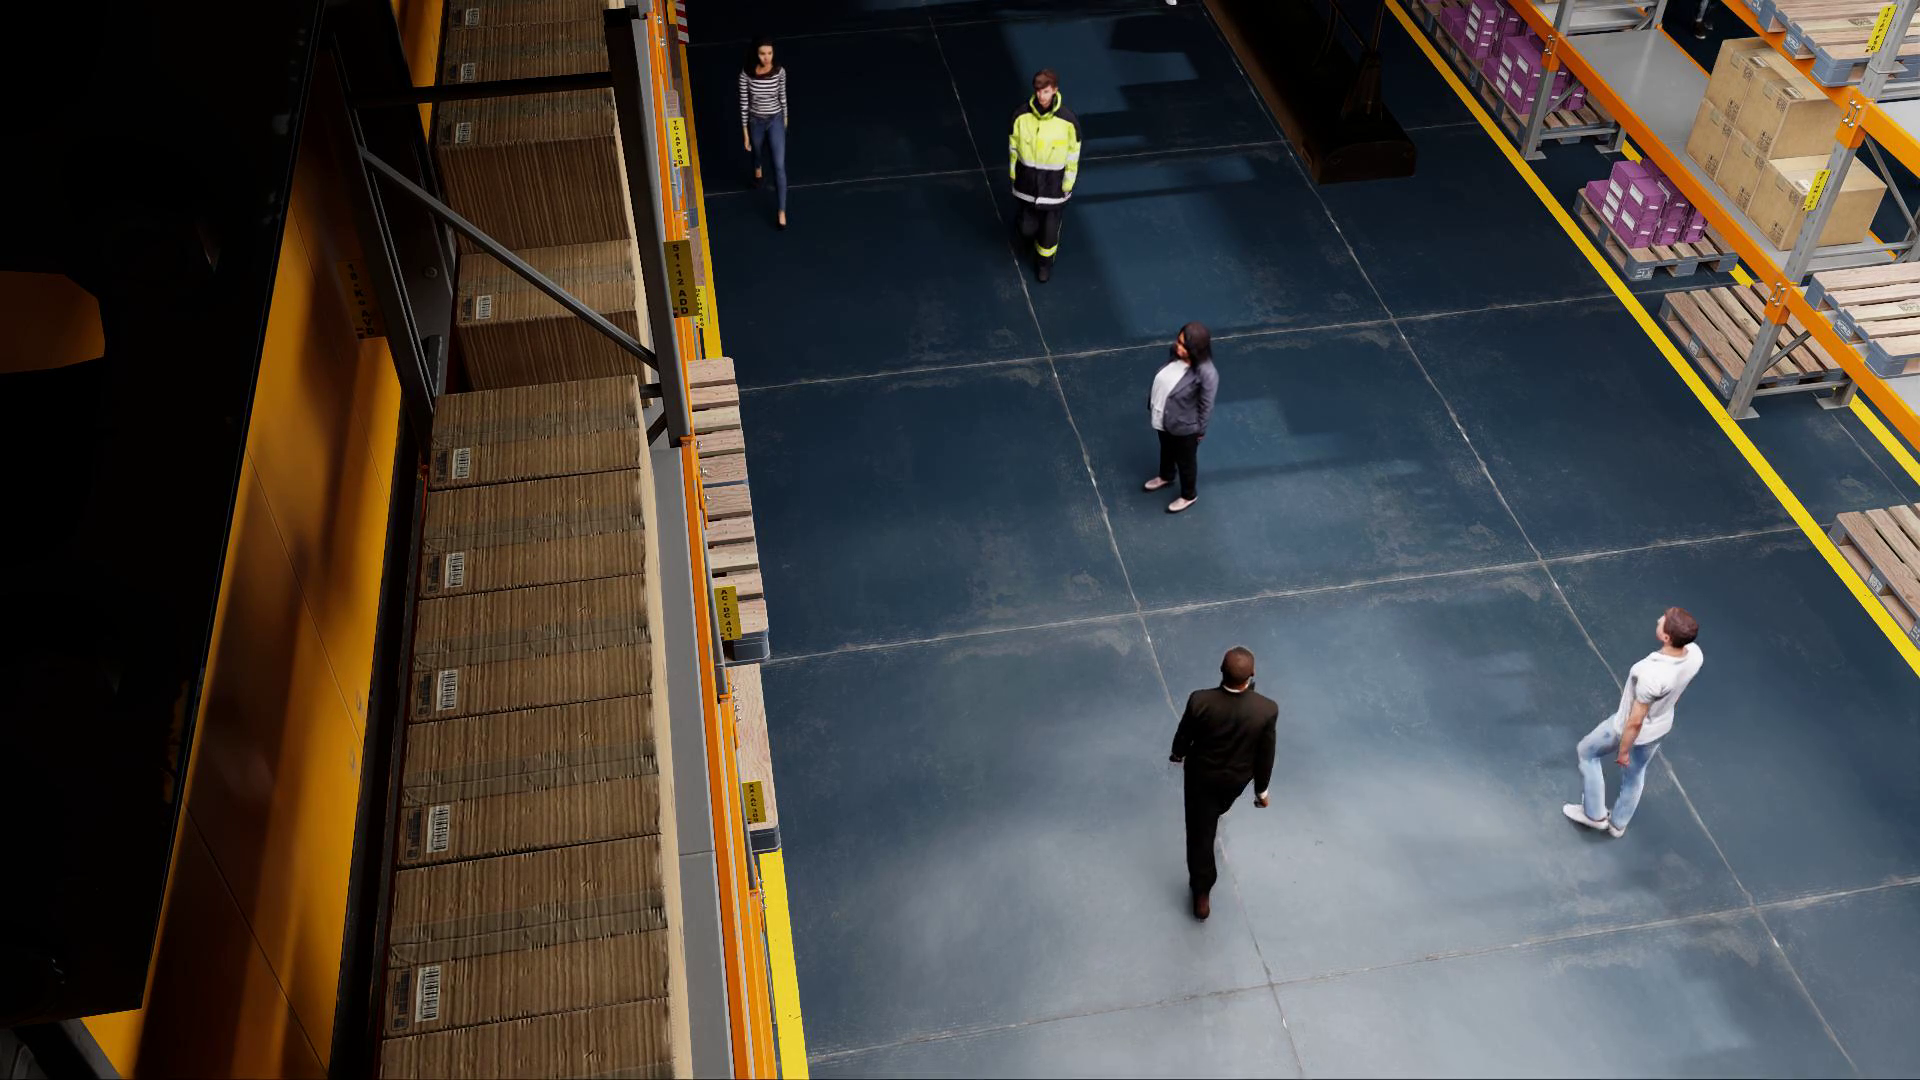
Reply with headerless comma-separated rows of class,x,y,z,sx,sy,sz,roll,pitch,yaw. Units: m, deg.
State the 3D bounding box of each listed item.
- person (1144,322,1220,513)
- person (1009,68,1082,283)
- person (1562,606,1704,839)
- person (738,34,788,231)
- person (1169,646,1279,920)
person,1.609,-0.907,12.014,0.807,1.592,0.697,-20,47,-20
person,0.725,-3.134,14.083,0.890,1.962,0.926,7,44,7
person,4.029,1.141,9.687,0.740,1.837,0.735,-21,47,-20
person,-1.759,-3.689,14.813,0.657,1.759,1.134,-10,45,-10
person,1.462,1.390,9.415,0.975,1.850,1.348,4,44,5
